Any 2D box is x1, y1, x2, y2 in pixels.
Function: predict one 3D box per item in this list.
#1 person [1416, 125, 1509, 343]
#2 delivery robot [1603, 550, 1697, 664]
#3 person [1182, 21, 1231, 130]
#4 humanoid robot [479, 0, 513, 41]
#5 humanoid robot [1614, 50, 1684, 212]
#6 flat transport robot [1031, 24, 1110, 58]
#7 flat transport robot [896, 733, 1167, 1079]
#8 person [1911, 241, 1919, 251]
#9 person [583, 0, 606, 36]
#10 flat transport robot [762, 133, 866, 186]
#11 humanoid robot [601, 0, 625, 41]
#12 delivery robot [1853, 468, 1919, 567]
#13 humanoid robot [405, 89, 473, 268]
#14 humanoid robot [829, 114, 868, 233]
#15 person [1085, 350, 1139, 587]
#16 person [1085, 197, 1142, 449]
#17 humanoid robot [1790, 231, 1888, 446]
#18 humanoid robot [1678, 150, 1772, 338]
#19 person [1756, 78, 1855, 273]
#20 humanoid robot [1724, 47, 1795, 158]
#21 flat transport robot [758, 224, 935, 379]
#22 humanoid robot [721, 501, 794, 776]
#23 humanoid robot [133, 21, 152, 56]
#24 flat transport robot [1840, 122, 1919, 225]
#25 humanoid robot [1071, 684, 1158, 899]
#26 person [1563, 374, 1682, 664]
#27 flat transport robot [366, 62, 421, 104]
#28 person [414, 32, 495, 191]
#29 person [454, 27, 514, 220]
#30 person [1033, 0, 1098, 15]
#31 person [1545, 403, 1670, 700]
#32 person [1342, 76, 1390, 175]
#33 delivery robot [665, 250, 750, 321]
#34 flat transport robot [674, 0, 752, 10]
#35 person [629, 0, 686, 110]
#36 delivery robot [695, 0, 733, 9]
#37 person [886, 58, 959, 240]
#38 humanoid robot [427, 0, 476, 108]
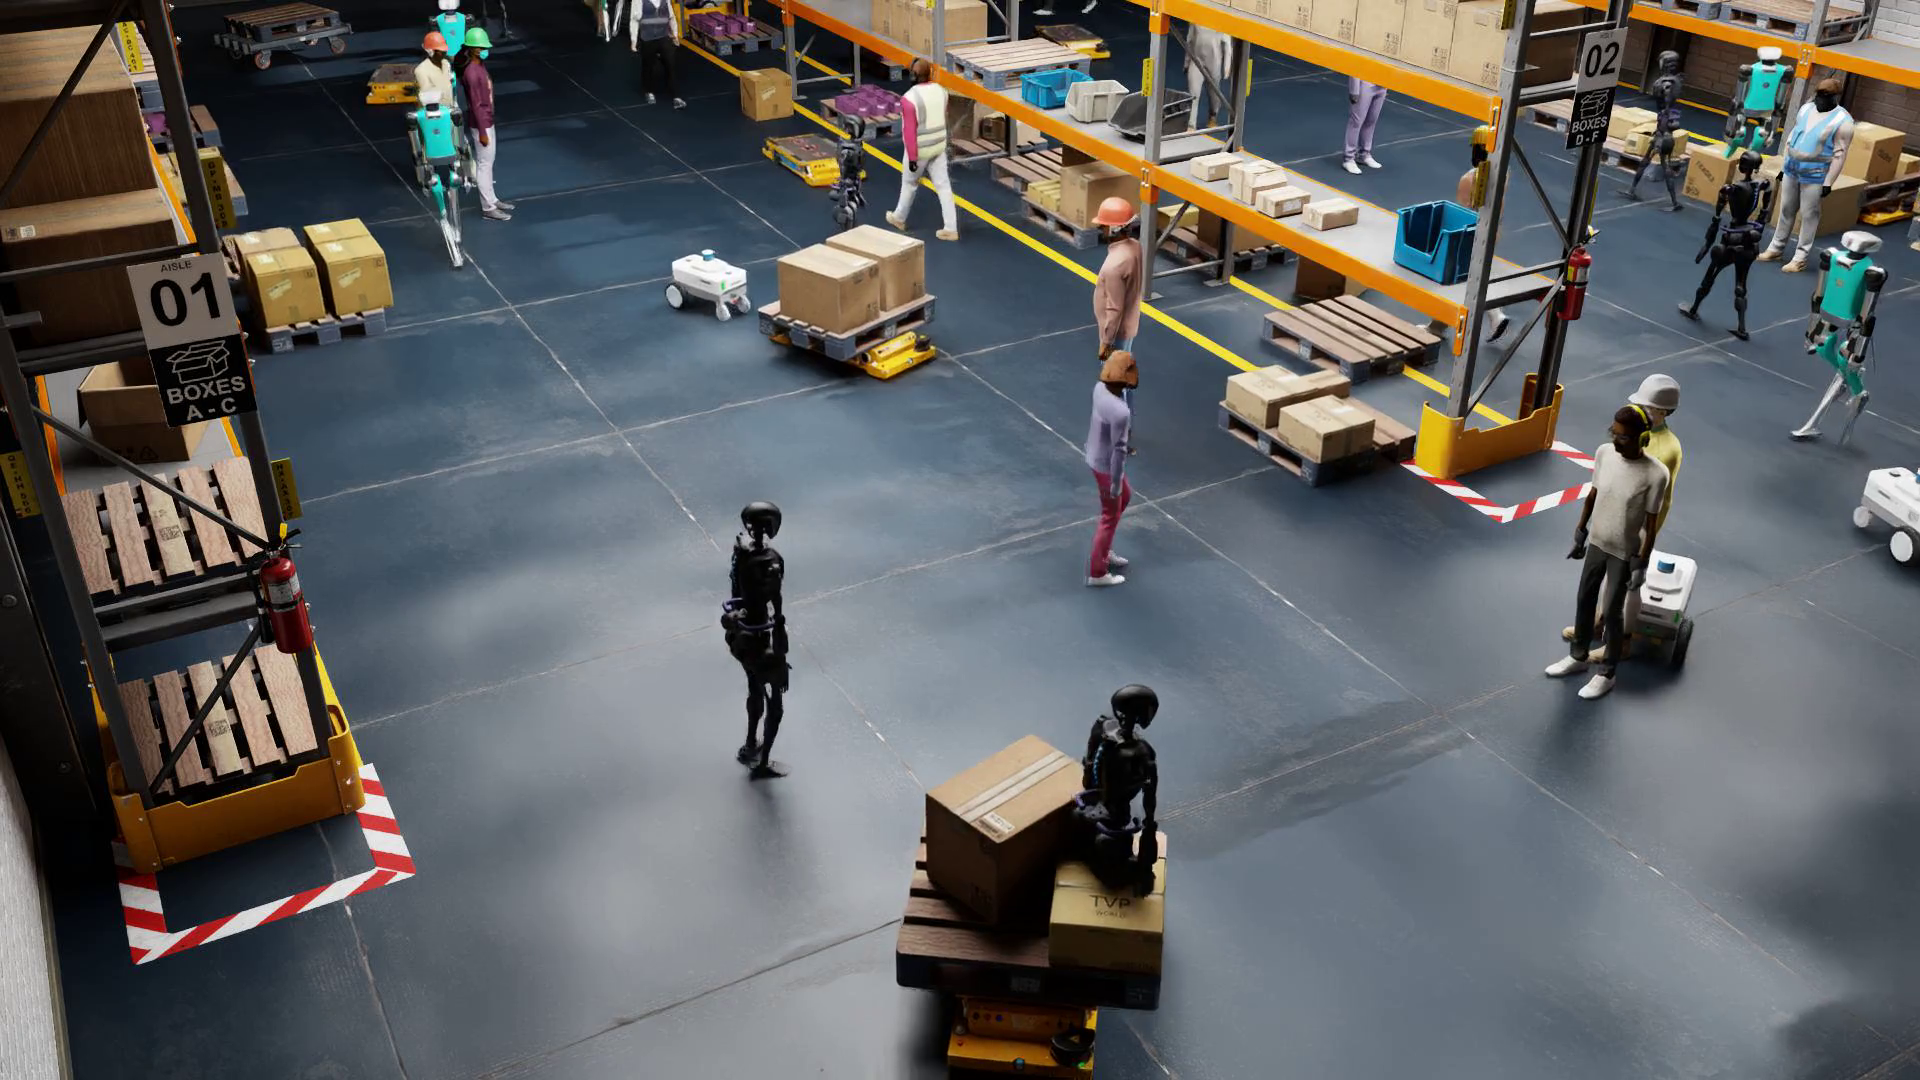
[{"bbox_3d":[4.449,-2.596,14.303,0.596,1.892,0.723,-20,36,-31],"label":"person"},{"bbox_3d":[4.383,0.384,10.452,0.499,0.592,0.783,15,33,25],"label":"delivery robot"},{"bbox_3d":[2.937,-5.700,19.748,0.576,1.856,0.900,10,31,16],"label":"person"},{"bbox_3d":[-6.862,-8.116,24.146,0.601,1.635,0.675,4,30,7],"label":"humanoid robot"},{"bbox_3d":[7.438,-4.328,17.574,0.695,1.657,0.609,9,31,16],"label":"humanoid robot"},{"bbox_3d":[1.574,-7.142,23.842,0.659,0.231,1.431,-9,31,-16],"label":"flat transport robot"},{"bbox_3d":[0.356,1.964,7.991,0.659,0.231,1.431,4,30,7],"label":"flat transport robot"},{"bbox_3d":[9.798,-3.701,16.369,0.626,1.751,0.425,-3,30,-6],"label":"person"},{"bbox_3d":[-5.370,-8.326,24.431,0.580,1.729,0.574,4,30,7],"label":"person"},{"bbox_3d":[-1.681,-4.357,18.995,0.659,0.231,1.431,-15,33,-25],"label":"flat transport robot"},{"bbox_3d":[-5.060,-8.116,24.107,0.546,1.809,0.816,-5,30,-9],"label":"humanoid robot"},{"bbox_3d":[6.579,-0.197,11.450,0.499,0.578,0.764,-6,30,-10],"label":"delivery robot"},{"bbox_3d":[-5.043,-3.587,16.237,0.538,1.765,1.026,-9,31,-15],"label":"humanoid robot"},{"bbox_3d":[-1.057,-3.169,15.526,0.410,1.636,0.616,6,30,11],"label":"humanoid robot"},{"bbox_3d":[0.991,-0.486,10.903,0.414,1.609,0.517,-8,31,-14],"label":"person"},{"bbox_3d":[1.151,-1.598,12.464,0.399,1.989,0.621,10,31,17],"label":"person"},{"bbox_3d":[6.750,-1.457,12.574,0.772,1.878,0.554,-12,32,-21],"label":"humanoid robot"},{"bbox_3d":[6.810,-2.638,14.633,0.585,1.623,0.772,-8,31,-13],"label":"humanoid robot"},{"bbox_3d":[8.093,-3.489,15.906,0.429,1.841,0.632,-12,32,-20],"label":"person"},{"bbox_3d":[8.271,-4.314,17.492,0.545,1.823,0.747,5,30,8],"label":"humanoid robot"},{"bbox_3d":[-0.967,-1.761,14.476,1.431,0.231,0.659,22,37,34],"label":"flat transport robot"},{"bbox_3d":[-1.104,0.524,9.091,0.332,1.650,0.609,-18,34,-28],"label":"humanoid robot"},{"bbox_3d":[-11.125,-7.058,22.298,0.671,1.634,0.606,25,38,36],"label":"humanoid robot"},{"bbox_3d":[9.440,-3.711,17.869,0.659,0.231,1.431,-15,33,-25],"label":"flat transport robot"},{"bbox_3d":[0.668,1.381,7.628,0.405,1.665,0.604,-14,33,-23],"label":"humanoid robot"},{"bbox_3d":[4.052,-0.126,10.003,0.385,1.892,0.473,-5,30,-9],"label":"person"},{"bbox_3d":[-7.385,-6.021,21.892,0.659,0.231,1.431,-5,30,-8],"label":"flat transport robot"},{"bbox_3d":[-5.537,-4.594,17.954,0.842,1.714,0.583,12,32,20],"label":"person"},{"bbox_3d":[-4.943,-4.314,17.235,0.420,1.949,0.489,-3,30,-4],"label":"person"},{"bbox_3d":[1.674,-8.971,25.466,0.945,1.767,0.524,2,30,4],"label":"person"},{"bbox_3d":[3.796,0.061,9.713,0.340,1.856,0.526,-16,34,-26],"label":"person"},{"bbox_3d":[4.604,-5.074,18.603,0.650,1.904,0.406,-22,37,-34],"label":"person"},{"bbox_3d":[-2.306,-2.358,15.235,0.792,0.603,0.499,22,36,33],"label":"delivery robot"},{"bbox_3d":[-4.067,-8.508,26.221,1.431,0.231,0.659,-12,32,-19],"label":"flat transport robot"},{"bbox_3d":[-3.833,-6.295,20.920,0.734,1.707,0.928,-16,34,-26],"label":"person"},{"bbox_3d":[-3.709,-8.384,25.707,0.744,0.584,0.513,-9,31,-15],"label":"delivery robot"},{"bbox_3d":[-0.359,-3.935,16.740,0.633,1.783,0.977,-25,38,-37],"label":"person"},{"bbox_3d":[-5.839,-5.482,19.407,0.530,1.728,0.708,-7,31,-12],"label":"humanoid robot"}]
